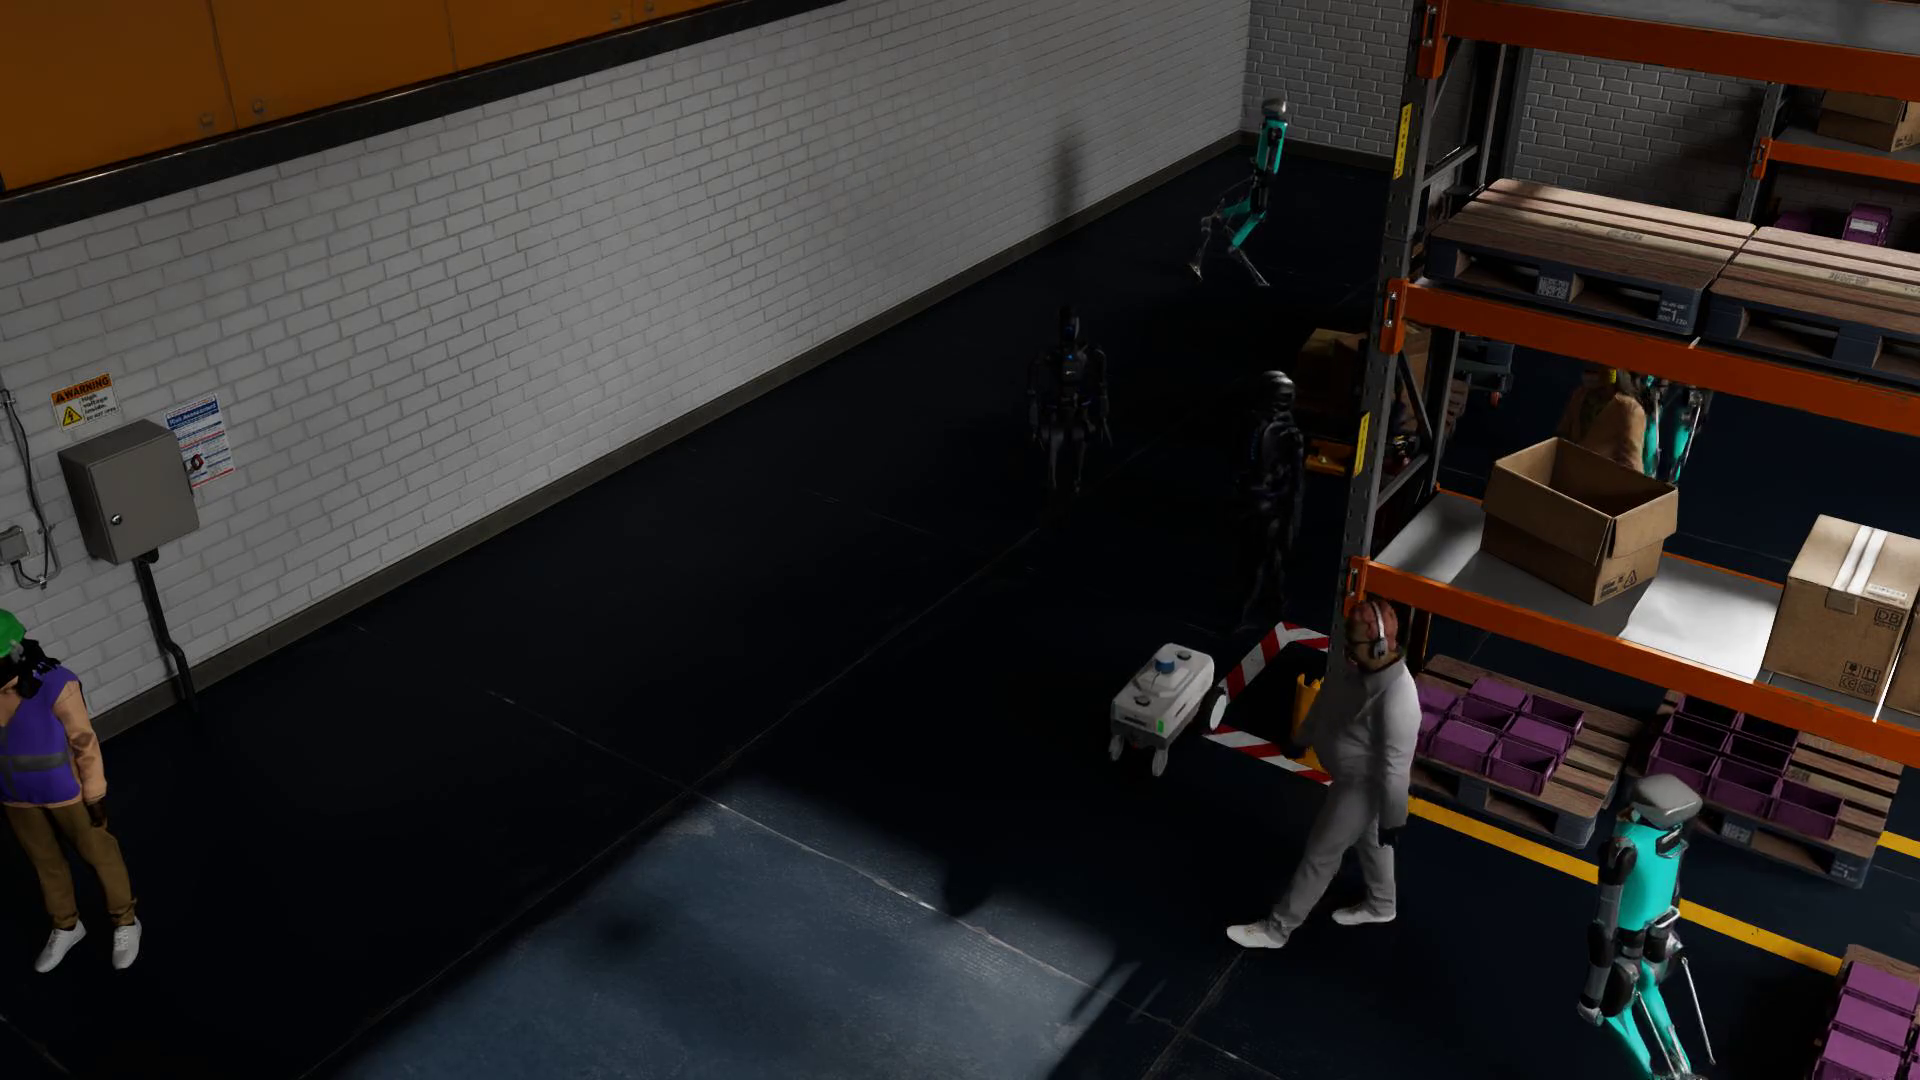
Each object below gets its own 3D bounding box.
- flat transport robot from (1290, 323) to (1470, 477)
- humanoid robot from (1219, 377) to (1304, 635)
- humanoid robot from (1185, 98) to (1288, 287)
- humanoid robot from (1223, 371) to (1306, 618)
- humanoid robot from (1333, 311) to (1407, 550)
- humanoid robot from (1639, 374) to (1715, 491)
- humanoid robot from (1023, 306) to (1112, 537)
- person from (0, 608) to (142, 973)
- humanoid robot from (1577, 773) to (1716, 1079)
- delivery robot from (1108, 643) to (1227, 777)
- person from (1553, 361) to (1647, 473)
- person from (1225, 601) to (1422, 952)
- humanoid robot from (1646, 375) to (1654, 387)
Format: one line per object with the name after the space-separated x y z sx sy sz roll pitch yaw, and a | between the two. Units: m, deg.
3.090 -0.828 12.476 0.659 0.231 1.431 13 33 22 | flat transport robot
1.775 -0.214 10.004 0.373 1.642 0.590 -23 37 -35 | humanoid robot
2.429 -3.094 14.986 0.989 1.780 0.531 4 30 6 | humanoid robot
1.895 -0.294 10.154 0.393 1.638 0.636 -17 34 -27 | humanoid robot
2.717 -0.742 10.918 0.324 1.656 0.593 -11 32 -18 | humanoid robot
4.691 -0.750 10.891 0.576 1.795 0.838 3 30 5 | humanoid robot
0.715 -0.772 10.972 0.602 1.648 0.328 -5 30 -9 | humanoid robot
-4.092 1.110 7.458 0.533 1.924 0.420 -1 30 -1 | person
2.804 1.841 6.439 0.550 1.830 0.884 -21 36 -32 | humanoid robot
1.128 0.894 9.213 0.499 0.604 0.808 17 34 27 | delivery robot
3.681 -0.292 9.980 0.947 1.834 0.563 -10 31 -17 | person
1.689 1.075 7.575 0.922 1.866 0.654 1 30 1 | person
4.803 -1.273 11.814 0.534 1.826 0.720 15 33 24 | humanoid robot
